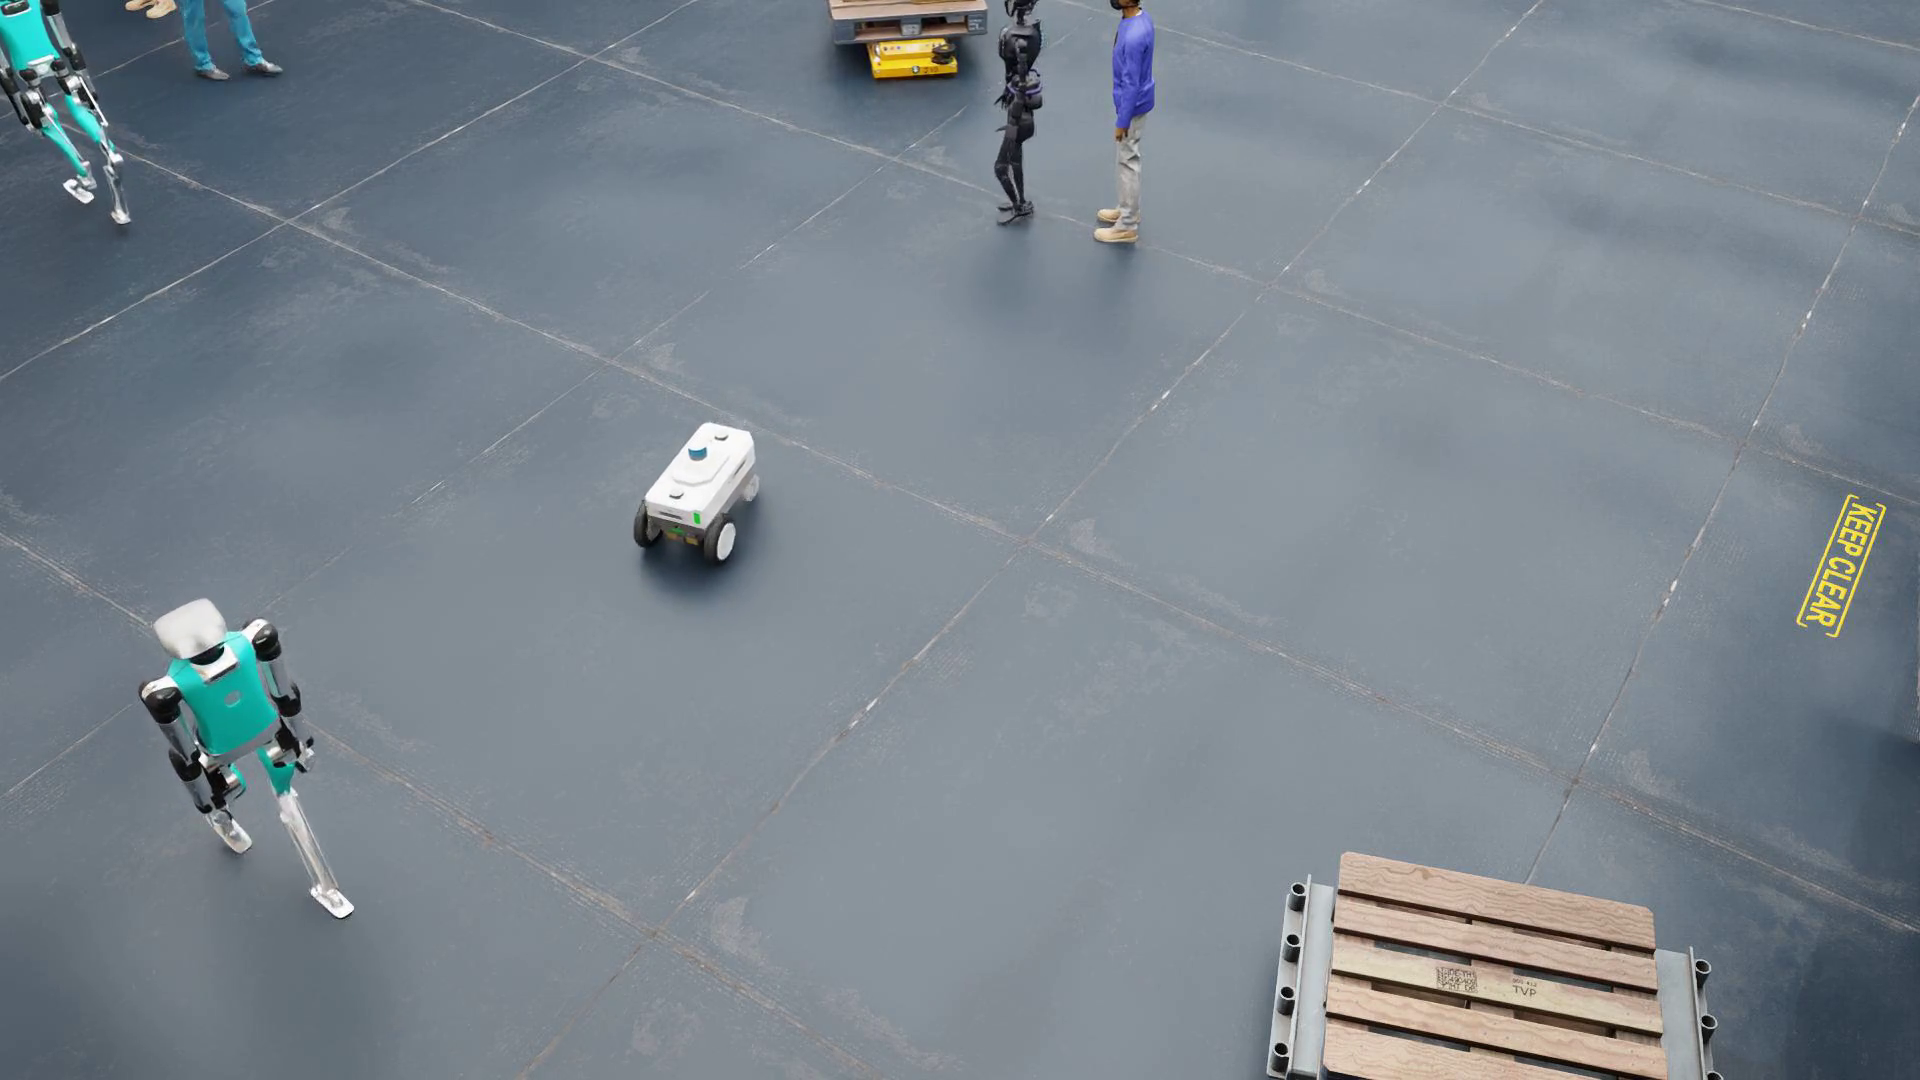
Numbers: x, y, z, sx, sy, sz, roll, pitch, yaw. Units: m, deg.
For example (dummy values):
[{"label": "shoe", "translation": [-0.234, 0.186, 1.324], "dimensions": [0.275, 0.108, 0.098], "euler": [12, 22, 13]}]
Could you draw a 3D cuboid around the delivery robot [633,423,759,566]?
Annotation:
[{"label": "delivery robot", "translation": [-1.381, -0.262, 8.870], "dimensions": [0.499, 0.611, 0.814], "euler": [14, 44, 15]}]

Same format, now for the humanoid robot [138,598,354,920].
[{"label": "humanoid robot", "translation": [-3.043, 0.799, 6.812], "dimensions": [0.984, 1.774, 0.539], "euler": [31, 50, 30]}]

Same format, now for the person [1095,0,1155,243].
[{"label": "person", "translation": [1.059, -2.810, 10.735], "dimensions": [0.384, 1.864, 0.464], "euler": [4, 42, 4]}]

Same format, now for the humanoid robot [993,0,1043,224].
[{"label": "humanoid robot", "translation": [0.365, -2.865, 10.921], "dimensions": [0.335, 1.650, 0.601], "euler": [-1, 42, -1]}]

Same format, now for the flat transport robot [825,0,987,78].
[{"label": "flat transport robot", "translation": [-0.455, -4.138, 13.410], "dimensions": [0.659, 0.231, 1.431], "euler": [-6, 42, -7]}]

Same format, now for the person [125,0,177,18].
[{"label": "person", "translation": [-6.751, -5.089, 13.364], "dimensions": [0.490, 1.746, 0.310], "euler": [25, 47, 25]}]

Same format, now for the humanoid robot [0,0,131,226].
[{"label": "humanoid robot", "translation": [-5.824, -2.787, 10.808], "dimensions": [0.555, 1.741, 1.015], "euler": [-32, 51, -30]}]

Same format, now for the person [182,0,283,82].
[{"label": "person", "translation": [-5.624, -4.274, 12.395], "dimensions": [0.799, 1.823, 0.591], "euler": [11, 43, 12]}]
